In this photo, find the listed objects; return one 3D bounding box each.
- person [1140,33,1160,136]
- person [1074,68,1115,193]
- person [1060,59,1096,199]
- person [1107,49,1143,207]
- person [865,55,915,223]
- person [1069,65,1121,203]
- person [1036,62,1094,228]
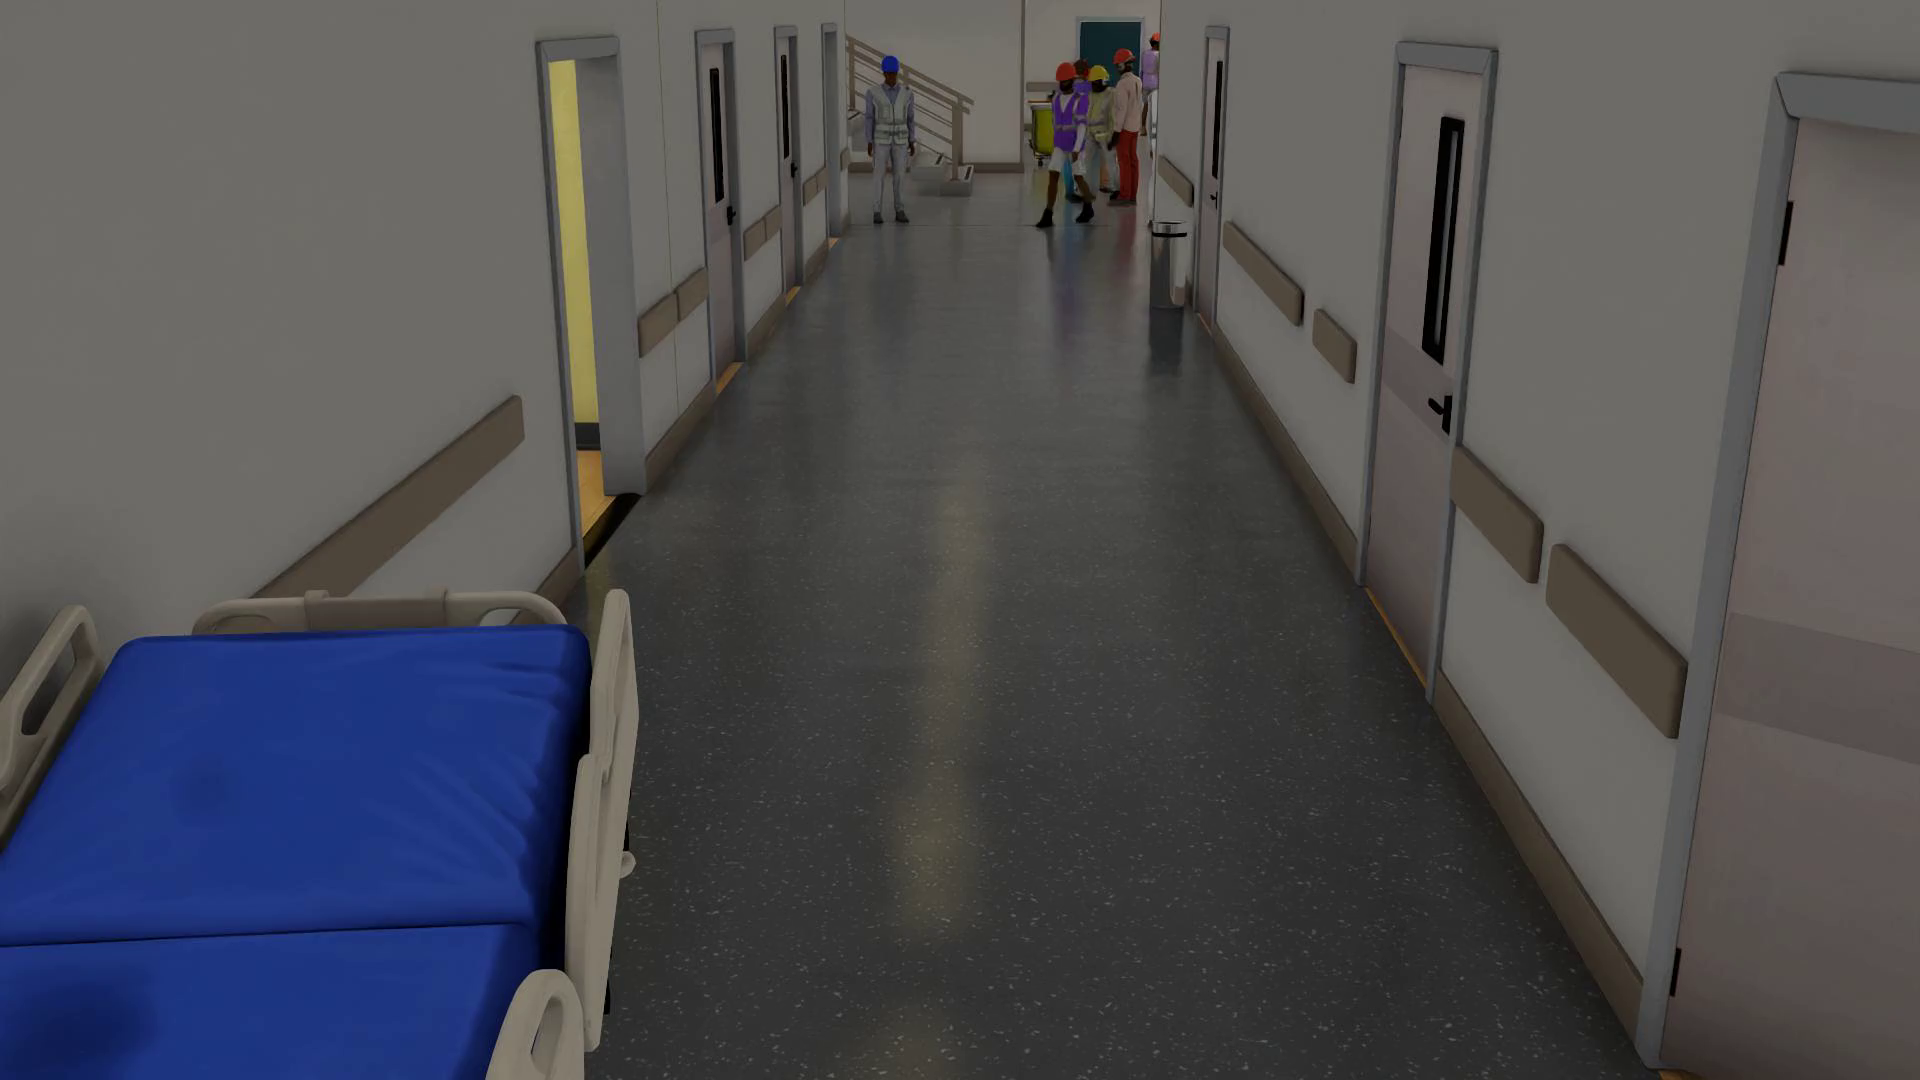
[{"bbox_3d":[3.909,-9.187,33.597,0.615,2.028,0.409,17,24,42],"label":"person"},{"bbox_3d":[1.915,-5.653,23.023,0.647,1.699,0.352,-2,18,-8],"label":"person"},{"bbox_3d":[1.581,-5.483,22.266,0.567,1.835,0.402,12,21,33],"label":"person"},{"bbox_3d":[2.121,-5.301,21.443,0.392,1.985,0.610,9,20,27],"label":"person"},{"bbox_3d":[-0.823,-4.753,19.783,0.608,1.946,0.406,-5,18,-15],"label":"person"},{"bbox_3d":[1.888,-5.360,21.983,0.950,1.780,0.598,-16,24,-41],"label":"person"},{"bbox_3d":[1.301,-4.647,19.568,0.539,1.891,0.979,12,21,34],"label":"person"}]
